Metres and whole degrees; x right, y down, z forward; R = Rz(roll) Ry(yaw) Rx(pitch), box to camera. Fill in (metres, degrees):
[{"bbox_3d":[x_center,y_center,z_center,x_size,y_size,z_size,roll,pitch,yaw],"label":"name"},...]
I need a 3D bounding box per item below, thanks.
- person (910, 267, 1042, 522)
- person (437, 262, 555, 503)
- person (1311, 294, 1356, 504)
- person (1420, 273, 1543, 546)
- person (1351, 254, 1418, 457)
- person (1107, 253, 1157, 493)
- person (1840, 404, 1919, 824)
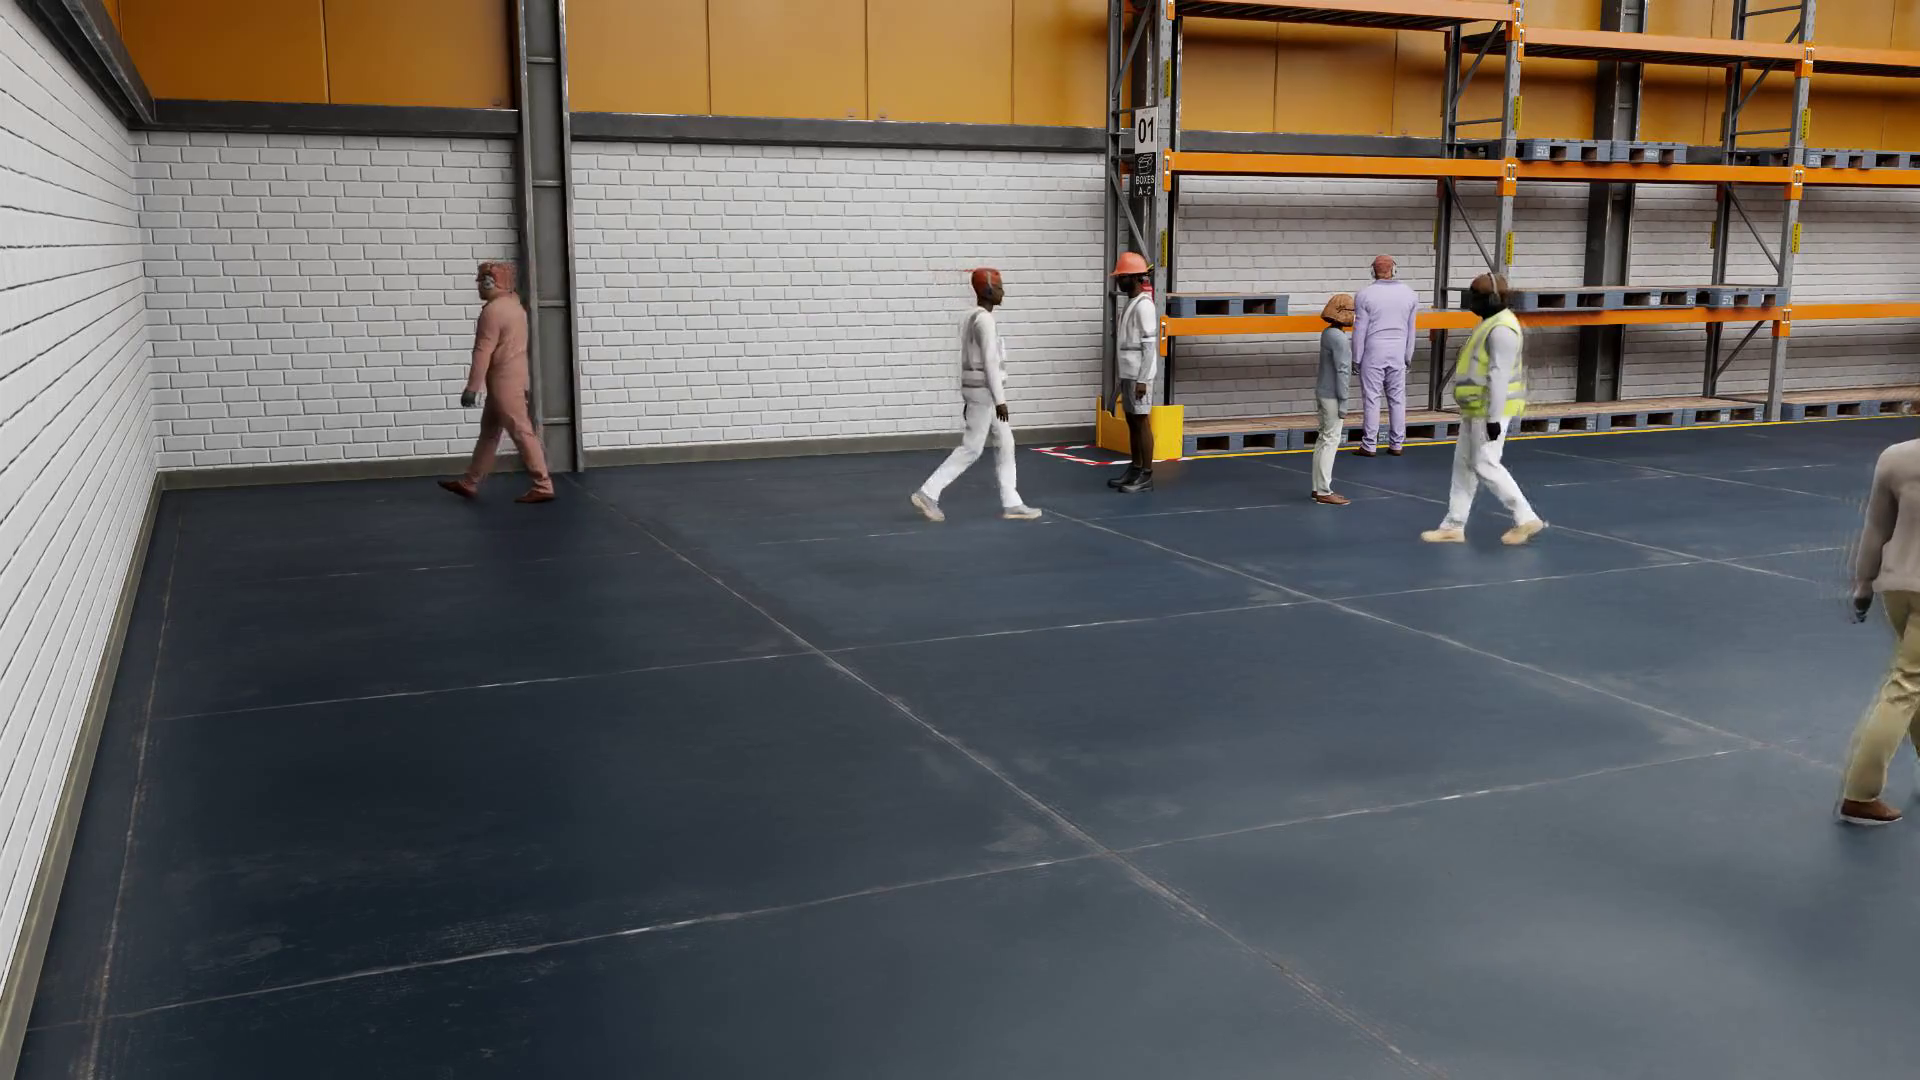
[{"bbox_3d":[0.107,-1.041,12.015,0.925,1.848,0.575,0,10,-2],"label":"person"},{"bbox_3d":[-3.616,-1.201,12.843,0.978,1.854,0.661,0,10,-1],"label":"person"},{"bbox_3d":[2.897,-1.087,12.880,0.280,1.624,0.494,-1,10,-3],"label":"person"},{"bbox_3d":[3.523,-0.853,11.030,0.730,1.826,0.639,2,10,8],"label":"person"},{"bbox_3d":[3.965,-1.730,15.682,0.643,1.905,0.400,-2,10,-13],"label":"person"},{"bbox_3d":[1.395,-1.345,13.455,0.381,1.931,0.548,-2,10,-9],"label":"person"},{"bbox_3d":[3.442,0.199,5.806,0.851,1.583,0.512,-4,11,-21],"label":"person"}]
